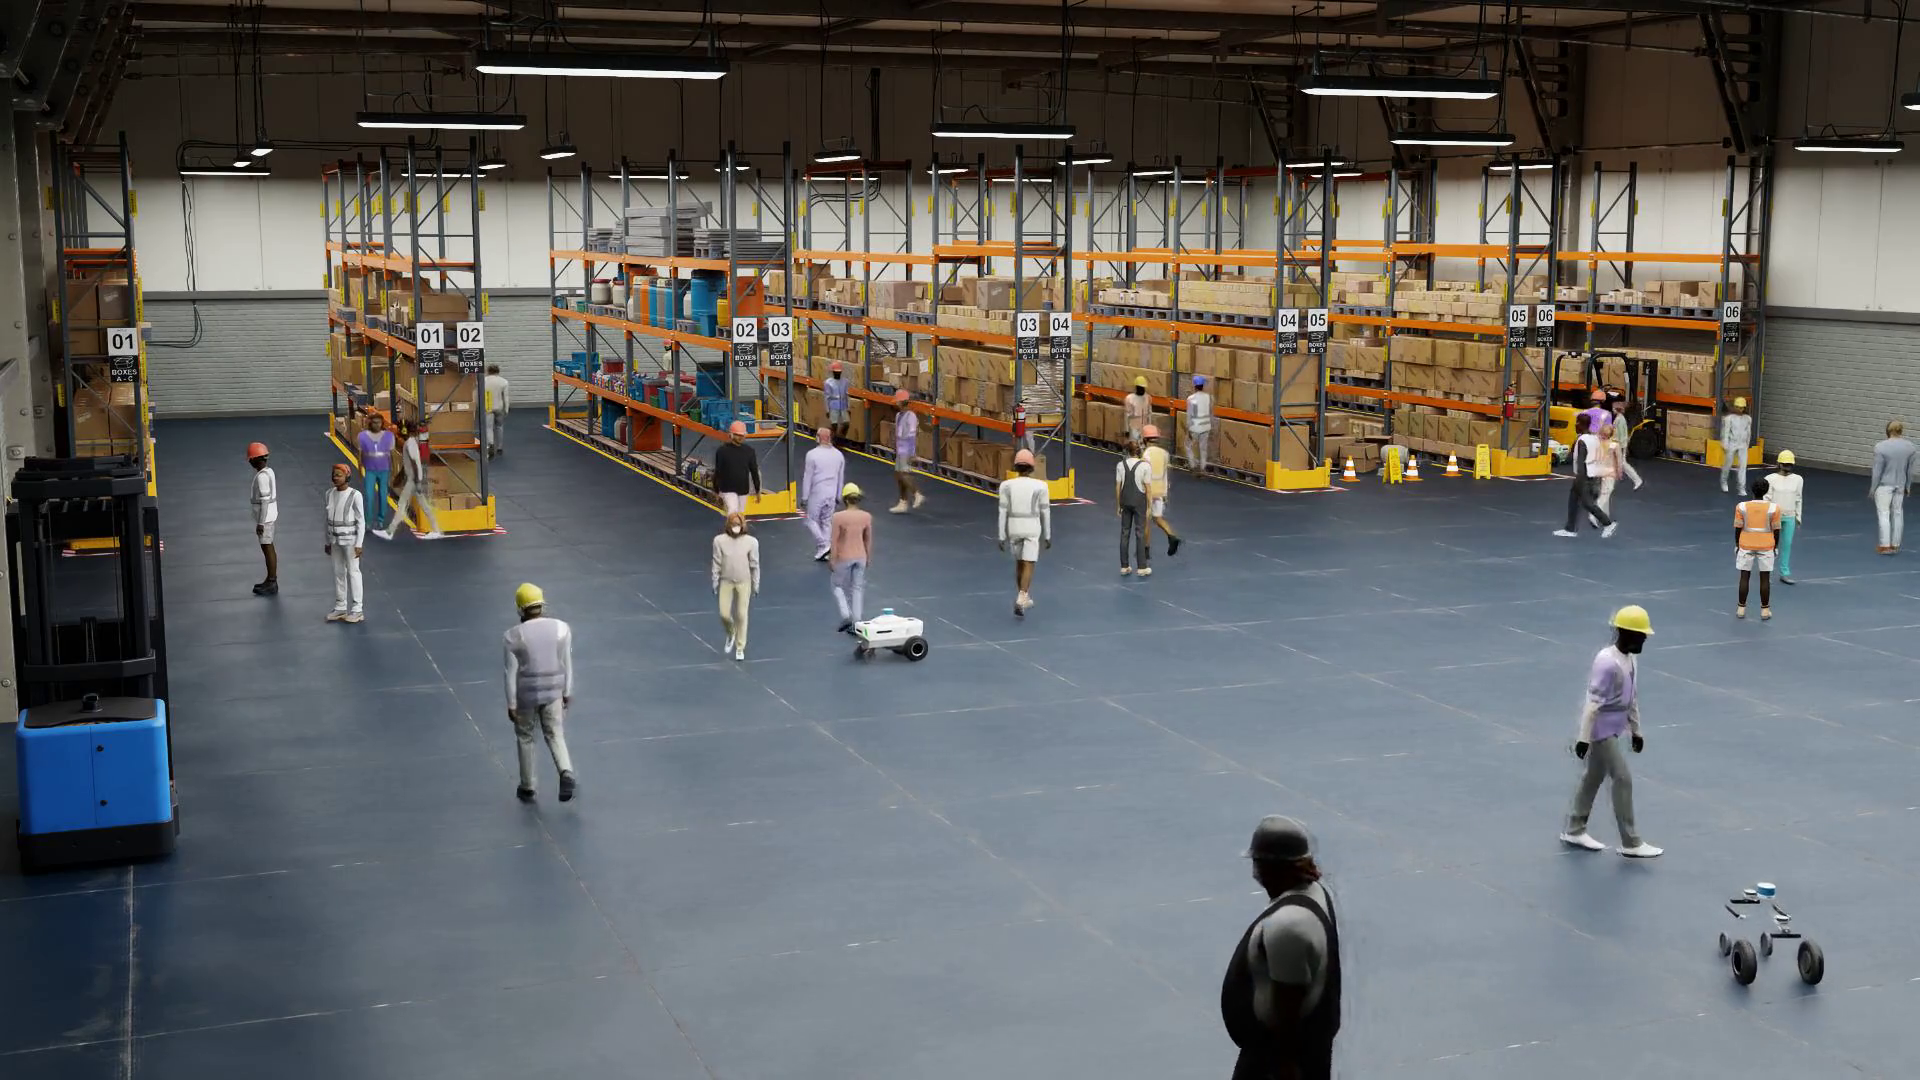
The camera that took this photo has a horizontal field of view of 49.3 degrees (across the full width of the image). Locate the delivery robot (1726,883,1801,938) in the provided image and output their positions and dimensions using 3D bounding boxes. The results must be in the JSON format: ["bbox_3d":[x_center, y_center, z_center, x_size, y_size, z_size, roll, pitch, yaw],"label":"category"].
[{"bbox_3d":[5.075,2.283,13.183,0.335,0.223,0.698,0,8,0],"label":"delivery robot"}]

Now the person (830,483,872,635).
[{"bbox_3d":[-1.260,0.219,24.008,0.540,1.744,0.389,-5,10,-28],"label":"person"}]

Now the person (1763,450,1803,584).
[{"bbox_3d":[10.770,-0.300,27.430,0.533,1.765,0.330,0,9,-1],"label":"person"}]

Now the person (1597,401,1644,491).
[{"bbox_3d":[11.707,-1.650,36.957,0.740,1.611,0.552,2,9,16],"label":"person"}]

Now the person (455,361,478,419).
[{"bbox_3d":[-11.248,-3.477,47.923,0.665,1.963,0.795,-2,9,-11],"label":"person"}]

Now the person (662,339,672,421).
[{"bbox_3d":[-6.999,-3.889,50.623,0.406,1.986,0.618,4,9,25],"label":"person"}]

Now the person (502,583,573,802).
[{"bbox_3d":[-3.392,1.251,16.936,0.601,1.808,0.688,-5,10,-30],"label":"person"}]

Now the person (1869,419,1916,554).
[{"bbox_3d":[13.336,-0.770,29.991,0.635,1.939,0.366,-2,9,-10],"label":"person"}]

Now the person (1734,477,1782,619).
[{"bbox_3d":[9.526,0.090,25.037,0.540,1.700,0.316,4,9,25],"label":"person"}]

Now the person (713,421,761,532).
[{"bbox_3d":[-3.071,-0.679,29.296,0.637,1.950,0.995,-5,10,-32],"label":"person"}]

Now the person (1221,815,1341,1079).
[{"bbox_3d":[1.390,2.244,9.690,0.952,2.000,0.709,4,9,24],"label":"person"}]

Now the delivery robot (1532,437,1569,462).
[{"bbox_3d":[11.606,-1.783,41.156,0.477,0.478,0.707,-6,11,-37],"label":"delivery robot"}]

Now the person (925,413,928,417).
[{"bbox_3d":[-0.746,-3.944,51.553,0.642,1.826,0.507,-1,9,-9],"label":"person"}]

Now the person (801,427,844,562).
[{"bbox_3d":[-1.932,-0.626,29.165,0.692,1.895,0.541,-8,11,-41],"label":"person"}]

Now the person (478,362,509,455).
[{"bbox_3d":[-9.528,-2.678,42.822,0.633,1.908,0.890,-2,9,-12],"label":"person"}]

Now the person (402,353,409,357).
[{"bbox_3d":[-12.559,-3.411,47.653,0.665,1.906,0.938,-6,10,-35],"label":"person"}]

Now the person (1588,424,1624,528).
[{"bbox_3d":[10.026,-1.002,32.638,0.815,1.601,0.511,-6,11,-36],"label":"person"}]

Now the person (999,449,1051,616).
[{"bbox_3d":[0.764,-0.098,25.284,0.614,2.012,0.993,2,9,16],"label":"person"}]

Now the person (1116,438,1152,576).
[{"bbox_3d":[2.341,-0.447,28.146,0.506,1.842,0.344,5,10,29],"label":"person"}]

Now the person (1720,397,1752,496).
[{"bbox_3d":[13.600,-1.666,36.720,0.496,1.709,0.847,0,9,0],"label":"person"}]

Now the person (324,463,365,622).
[{"bbox_3d":[-7.315,0.027,24.844,0.584,1.884,0.349,5,10,29],"label":"person"}]

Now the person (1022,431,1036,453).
[{"bbox_3d":[1.284,-2.481,41.796,0.449,1.830,0.664,-4,9,-26],"label":"person"}]

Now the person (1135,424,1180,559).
[{"bbox_3d":[2.750,-0.665,29.399,0.549,1.917,0.669,-6,10,-34],"label":"person"}]

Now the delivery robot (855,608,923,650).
[{"bbox_3d":[-0.772,0.986,22.698,0.707,0.478,0.477,-4,9,-24],"label":"delivery robot"}]

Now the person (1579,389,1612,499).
[{"bbox_3d":[10.808,-1.617,35.777,0.553,1.907,0.783,6,11,37],"label":"person"}]

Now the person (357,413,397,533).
[{"bbox_3d":[-8.923,-1.031,32.102,0.580,1.814,0.629,-2,9,-16],"label":"person"}]

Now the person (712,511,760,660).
[{"bbox_3d":[-2.421,0.488,22.623,0.533,1.618,0.345,0,9,-1],"label":"person"}]

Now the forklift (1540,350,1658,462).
[{"bbox_3d":[12.897,-2.725,42.309,2.313,2.155,1.214,-3,9,-21],"label":"forklift"}]

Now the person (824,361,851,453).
[{"bbox_3d":[-2.495,-2.707,42.949,0.588,1.918,0.442,-4,9,-24],"label":"person"}]

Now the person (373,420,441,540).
[{"bbox_3d":[-8.238,-0.891,31.191,0.992,1.804,0.501,-2,9,-10],"label":"person"}]

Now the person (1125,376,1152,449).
[{"bbox_3d":[3.310,-2.121,39.097,0.593,1.909,0.536,-5,10,-28],"label":"person"}]

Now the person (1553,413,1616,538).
[{"bbox_3d":[9.441,-0.972,31.500,0.863,1.894,0.598,4,9,26],"label":"person"}]

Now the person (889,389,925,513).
[{"bbox_3d":[-0.904,-1.440,34.132,0.468,2.031,0.644,-4,10,-26],"label":"person"}]

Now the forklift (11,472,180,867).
[{"bbox_3d":[-6.630,0.886,15.957,1.129,2.768,1.873,-3,9,-21],"label":"forklift"}]

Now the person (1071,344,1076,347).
[{"bbox_3d":[2.684,-3.875,51.076,0.626,1.812,0.658,-5,10,-31],"label":"person"}]

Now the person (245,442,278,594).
[{"bbox_3d":[-8.915,-0.286,26.764,0.361,1.935,0.544,-2,9,-12],"label":"person"}]

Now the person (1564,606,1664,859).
[{"bbox_3d":[4.909,1.423,15.529,0.869,1.881,0.629,6,10,33],"label":"person"}]

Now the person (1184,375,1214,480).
[{"bbox_3d":[4.402,-2.076,38.724,0.616,1.929,0.516,-4,9,-23],"label":"person"}]
